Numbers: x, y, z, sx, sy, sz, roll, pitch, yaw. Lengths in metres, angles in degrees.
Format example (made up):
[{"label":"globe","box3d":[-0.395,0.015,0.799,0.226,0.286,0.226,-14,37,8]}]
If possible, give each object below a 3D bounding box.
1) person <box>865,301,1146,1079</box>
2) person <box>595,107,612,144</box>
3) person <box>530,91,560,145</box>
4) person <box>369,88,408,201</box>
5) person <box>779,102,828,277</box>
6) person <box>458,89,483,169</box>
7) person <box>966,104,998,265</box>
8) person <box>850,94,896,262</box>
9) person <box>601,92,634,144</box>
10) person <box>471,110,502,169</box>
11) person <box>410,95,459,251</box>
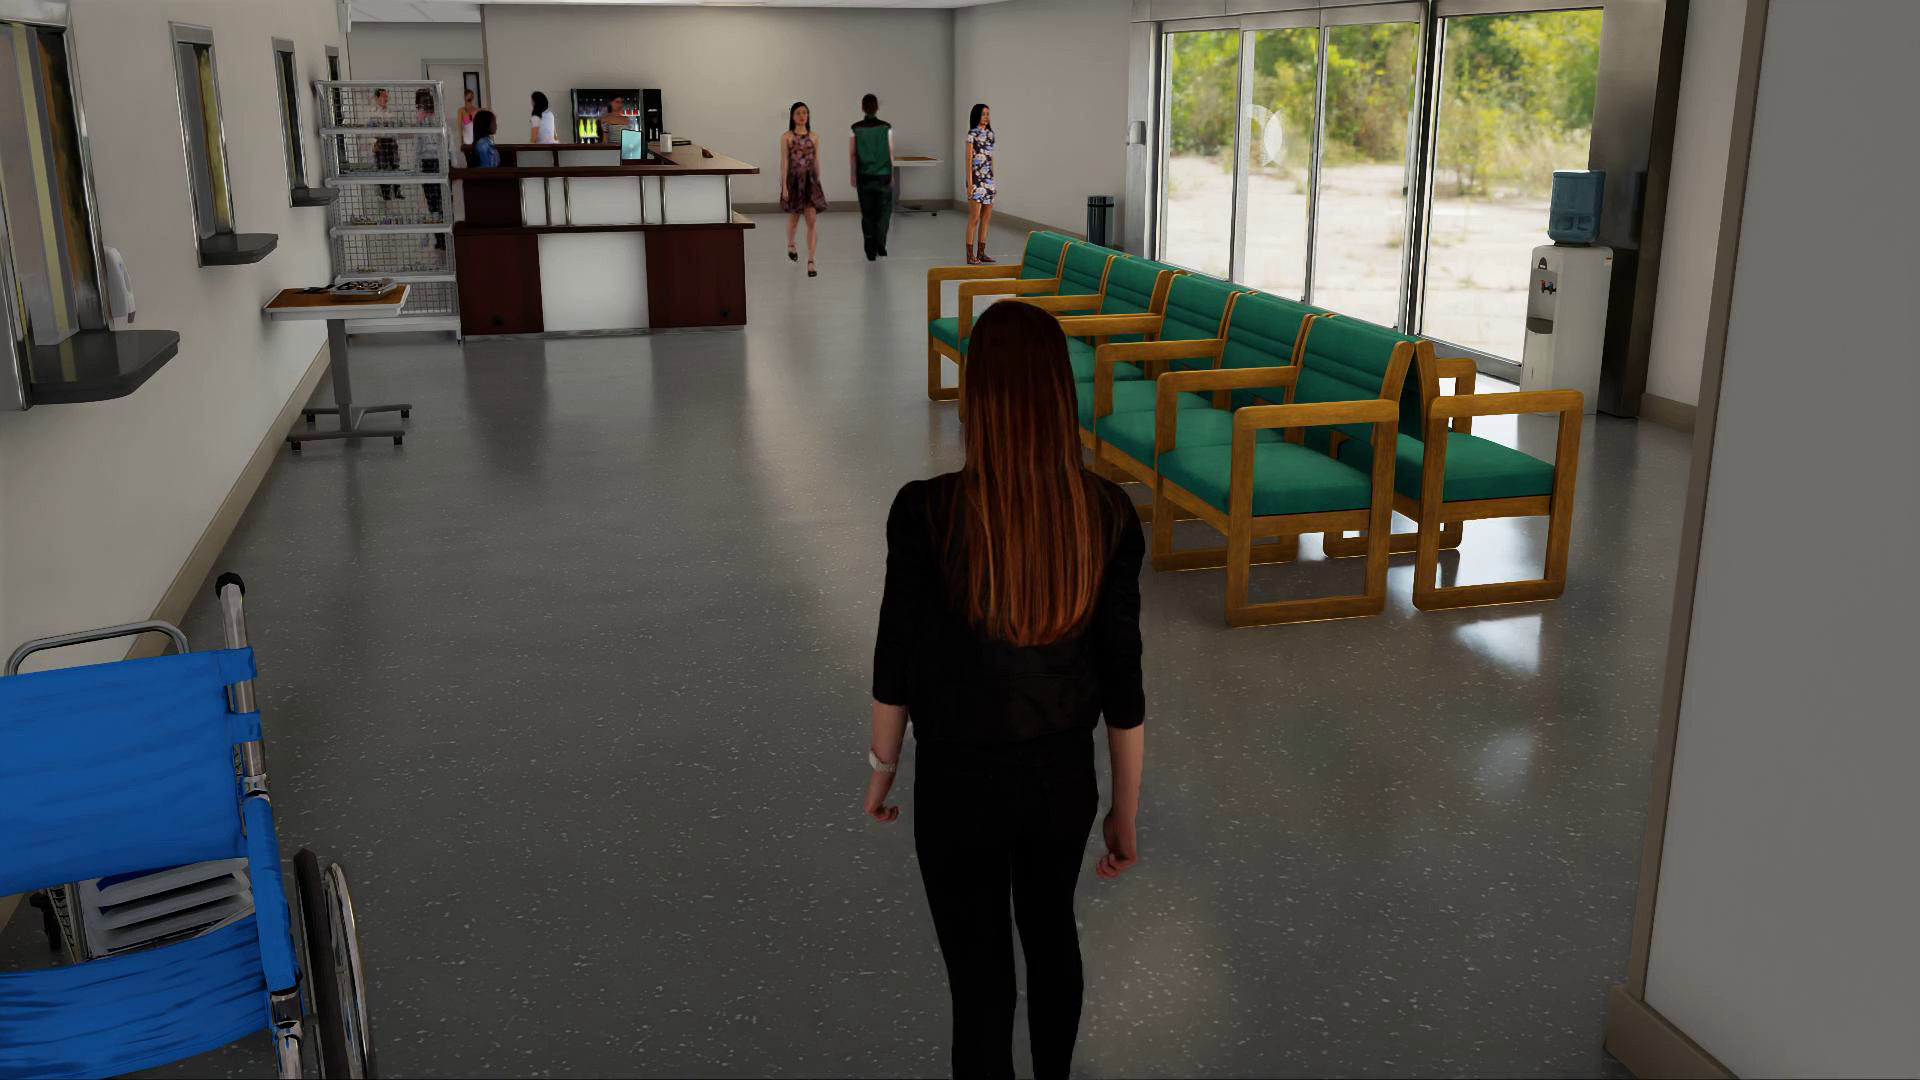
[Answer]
[{"label":"person","box3d":[0.093,0.471,2.844,0.666,1.694,0.700,-3,16,-12]},{"label":"person","box3d":[-4.632,-4.859,21.881,0.942,1.623,0.761,0,16,2]},{"label":"person","box3d":[-5.606,-5.230,22.884,0.949,1.794,0.884,8,18,26]},{"label":"person","box3d":[-9.475,-6.479,27.321,0.893,1.789,0.895,-11,19,-34]},{"label":"person","box3d":[-1.670,-3.608,17.230,1.073,1.740,0.680,-4,16,-15]},{"label":"person","box3d":[-8.161,-6.636,27.882,0.524,1.788,0.702,-1,16,-4]},{"label":"person","box3d":[0.230,-3.938,18.414,0.733,1.732,0.617,14,21,41]},{"label":"person","box3d":[-0.966,-4.032,18.567,0.708,1.831,0.793,0,16,-1]},{"label":"person","box3d":[-4.420,-4.835,21.432,0.555,1.821,0.709,-10,18,-31]},{"label":"person","box3d":[-4.799,-3.383,16.524,0.906,1.689,0.721,-1,16,-5]},{"label":"person","box3d":[-6.232,-4.373,19.842,0.776,1.794,0.845,-10,19,-32]}]
